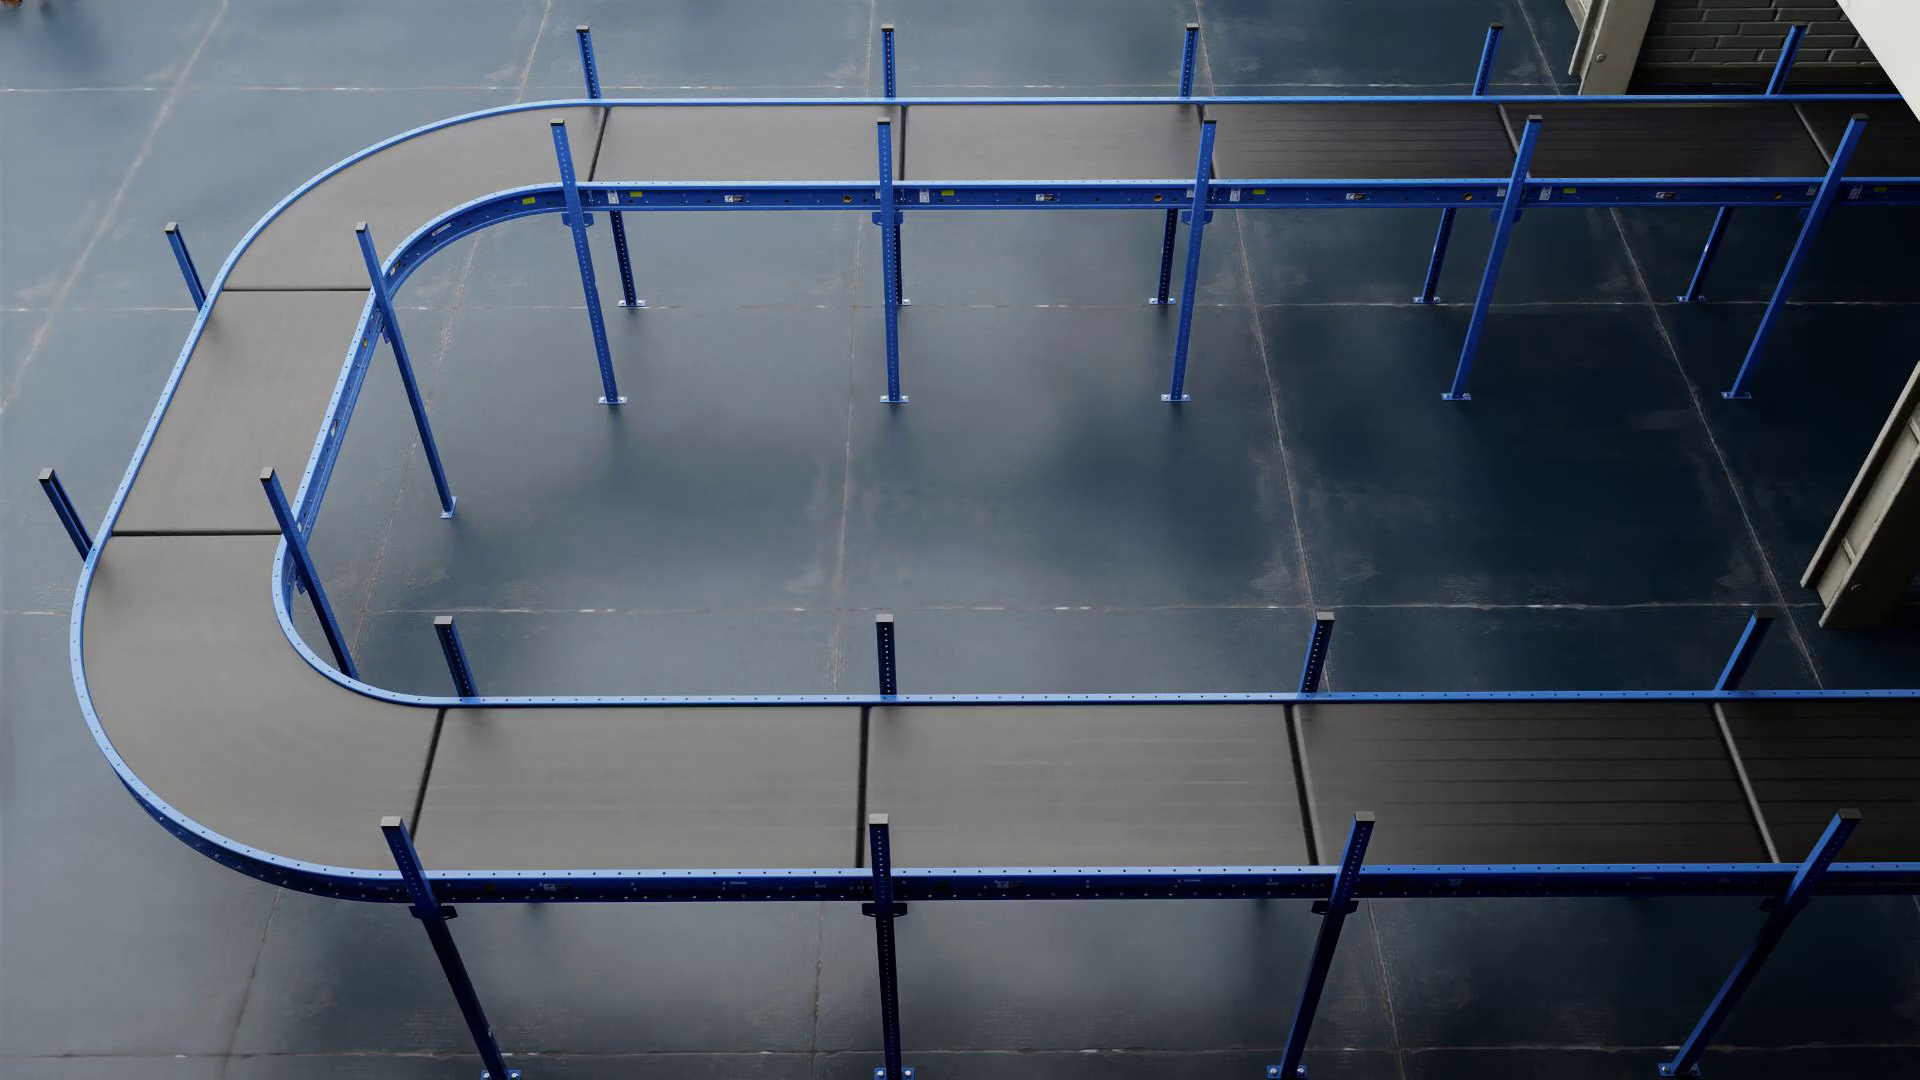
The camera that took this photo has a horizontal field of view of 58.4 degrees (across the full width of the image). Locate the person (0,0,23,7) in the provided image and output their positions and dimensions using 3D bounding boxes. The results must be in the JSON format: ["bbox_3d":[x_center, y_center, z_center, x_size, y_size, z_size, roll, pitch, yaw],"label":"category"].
[{"bbox_3d":[-8.494,-5.707,15.317,0.996,1.901,0.627,-28,53,-23],"label":"person"}]
